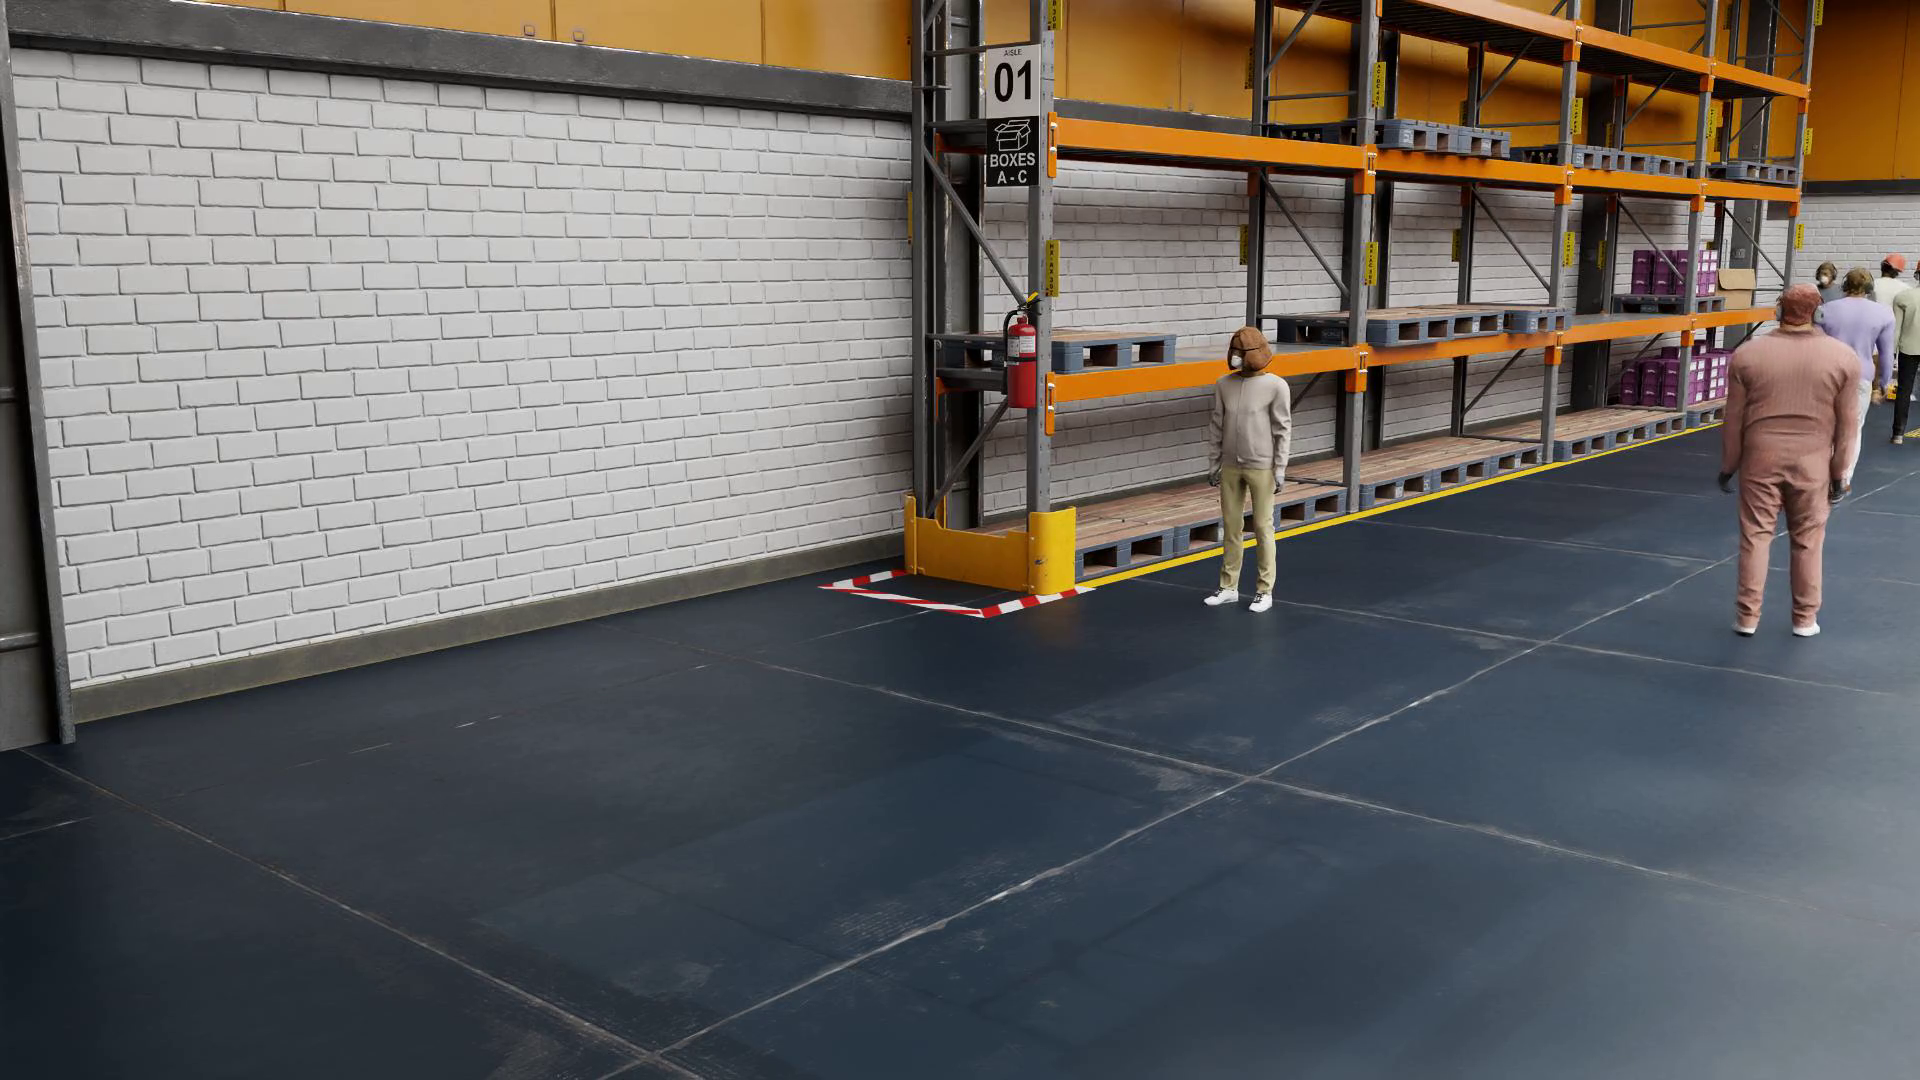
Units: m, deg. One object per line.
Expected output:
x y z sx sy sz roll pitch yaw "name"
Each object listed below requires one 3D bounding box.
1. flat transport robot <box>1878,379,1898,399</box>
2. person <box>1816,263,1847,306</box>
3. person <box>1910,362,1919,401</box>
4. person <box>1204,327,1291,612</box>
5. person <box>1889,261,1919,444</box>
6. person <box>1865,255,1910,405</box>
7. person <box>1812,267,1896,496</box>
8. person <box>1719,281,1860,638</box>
12.767 -2.115 23.158 0.652 0.197 1.431 4 11 23 "flat transport robot"
10.700 -2.496 20.714 1.031 1.884 0.654 -9 13 -41 "person"
13.176 -2.669 22.492 0.639 1.615 0.511 -3 10 -14 "person"
1.646 -0.403 9.537 0.504 1.631 0.279 9 13 41 "person"
10.173 -2.001 17.605 0.612 1.995 0.377 6 11 29 "person"
12.294 -2.815 22.291 0.602 1.977 0.894 2 10 11 "person"
7.567 -1.354 14.155 0.651 1.908 0.815 6 11 30 "person"
4.406 -0.419 8.864 0.643 1.909 0.409 5 11 25 "person"
